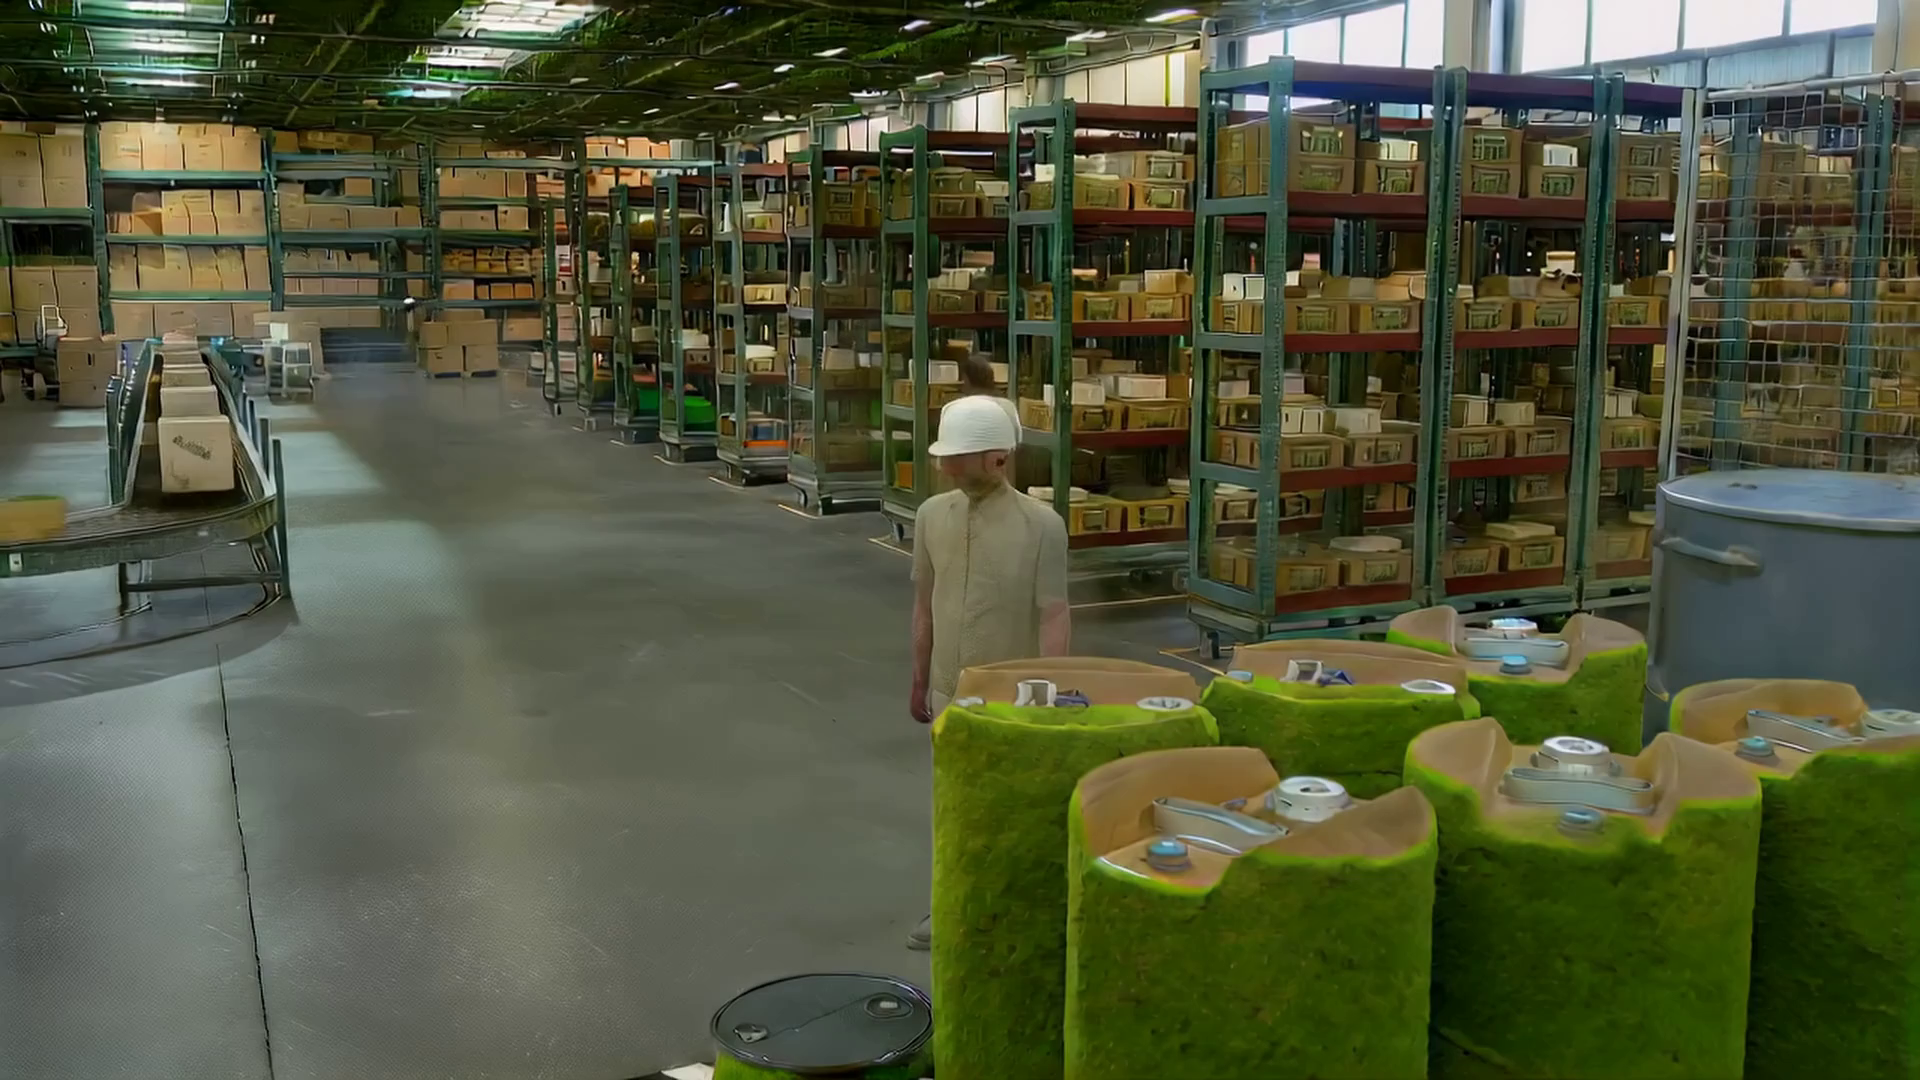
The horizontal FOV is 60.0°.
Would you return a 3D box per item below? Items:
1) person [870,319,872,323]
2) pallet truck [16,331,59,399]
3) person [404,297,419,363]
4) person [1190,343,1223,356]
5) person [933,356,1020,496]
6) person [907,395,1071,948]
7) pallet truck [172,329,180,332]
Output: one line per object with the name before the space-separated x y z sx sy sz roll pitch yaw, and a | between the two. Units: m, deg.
person | -2.799 -6.444 48.850 0.643 1.974 0.674 6 11 32
pallet truck | -17.082 -3.353 31.781 1.630 1.274 0.653 -4 10 -25
person | -14.592 -5.574 44.176 0.536 1.748 0.550 -4 10 -25
person | 3.445 -2.242 23.236 0.602 1.830 0.404 5 11 30
person | 0.081 -0.367 11.616 0.589 1.818 0.712 -4 10 -26
person | 0.078 0.490 5.800 0.616 1.989 0.394 5 11 31
pallet truck | -17.275 -3.851 35.096 1.601 1.201 0.680 0 9 1
